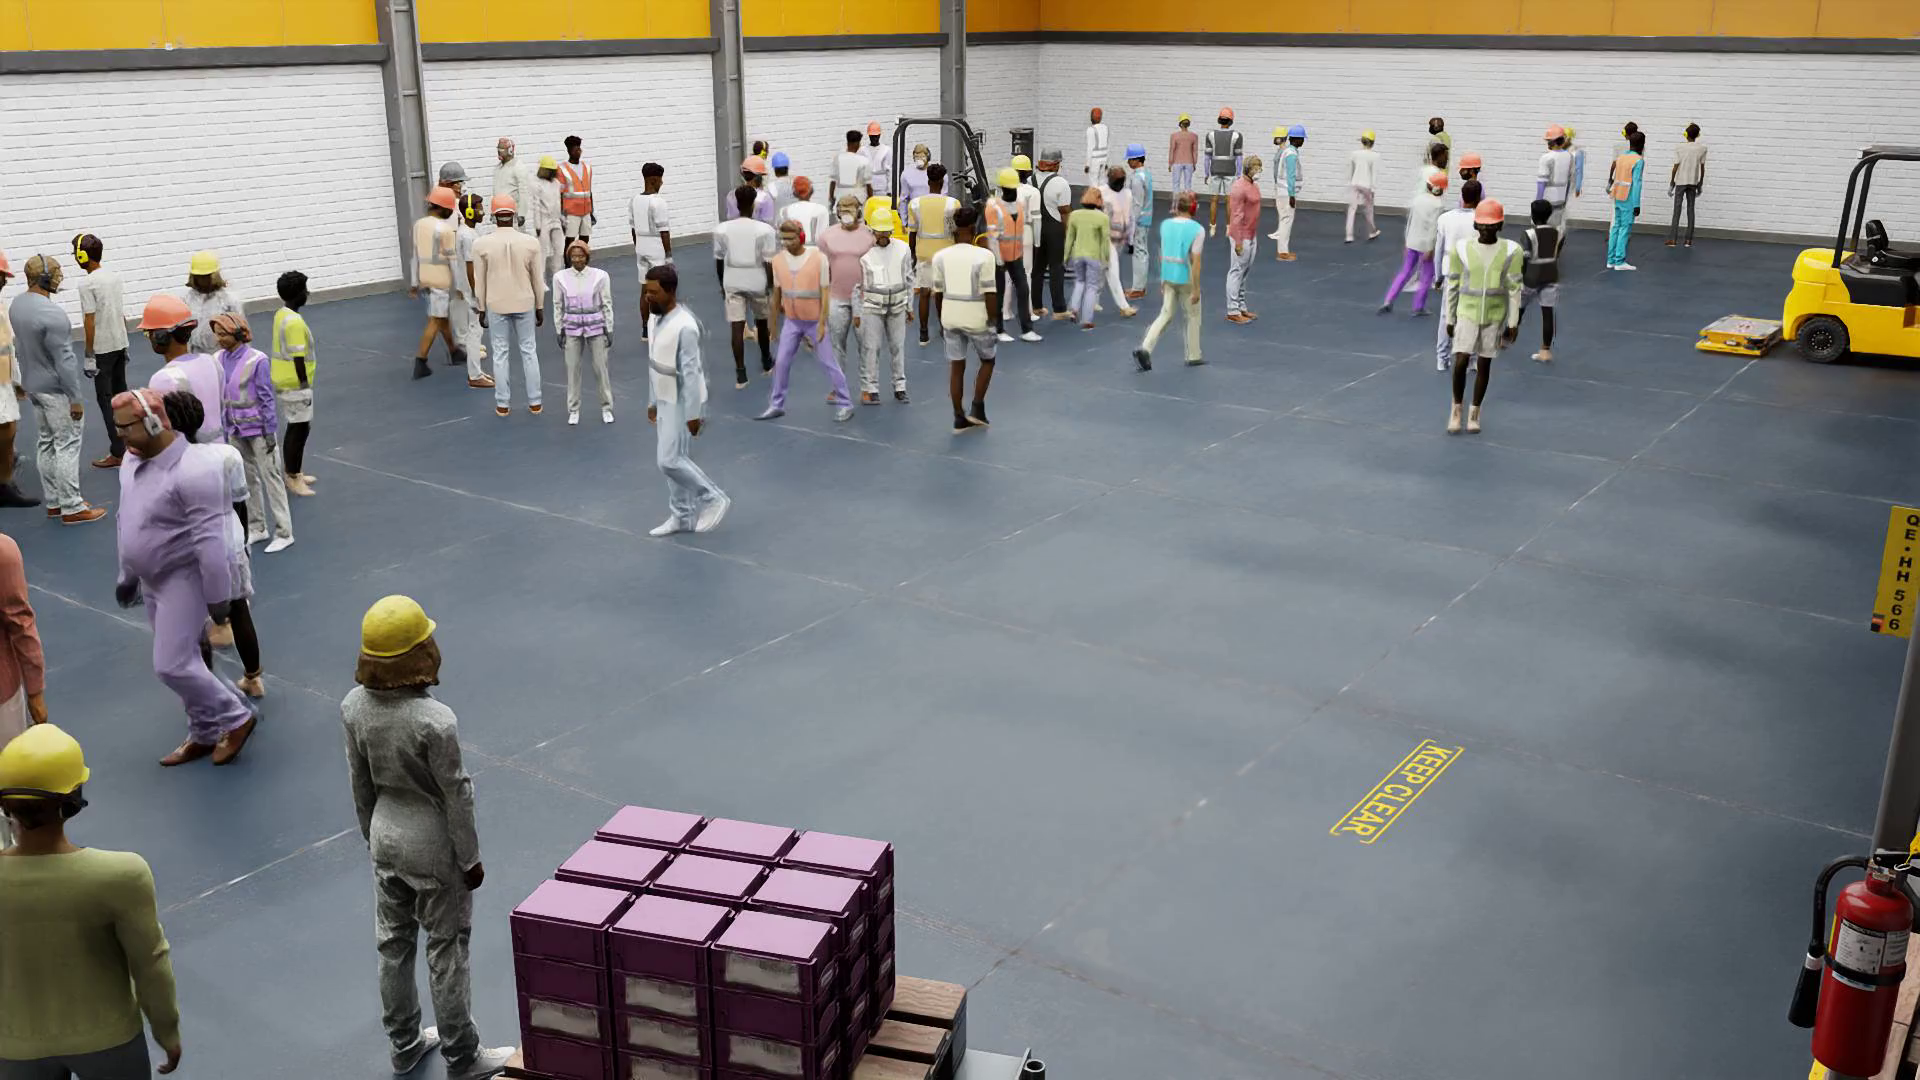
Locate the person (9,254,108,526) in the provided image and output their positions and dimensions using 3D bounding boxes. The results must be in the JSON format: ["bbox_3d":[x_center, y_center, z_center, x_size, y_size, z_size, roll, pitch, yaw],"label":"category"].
[{"bbox_3d":[-6.380,-1.048,11.729,0.636,1.928,0.383,13,22,35],"label":"person"}]

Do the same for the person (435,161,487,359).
[{"bbox_3d":[-5.202,-2.932,17.428,0.537,2.000,0.682,-5,18,-14],"label":"person"}]

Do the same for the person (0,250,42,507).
[{"bbox_3d":[-7.066,-1.164,12.127,0.480,1.898,0.576,-1,18,-5],"label":"person"}]

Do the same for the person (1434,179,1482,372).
[{"bbox_3d":[5.052,-2.649,16.739,0.590,1.919,0.396,13,22,35],"label":"person"}]

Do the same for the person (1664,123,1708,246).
[{"bbox_3d":[11.197,-5.474,25.648,0.512,1.877,0.328,2,18,5],"label":"person"}]

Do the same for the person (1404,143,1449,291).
[{"bbox_3d":[6.146,-4.133,21.460,0.748,1.869,0.587,3,18,8],"label":"person"}]

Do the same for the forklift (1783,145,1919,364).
[{"bbox_3d":[9.803,-2.879,17.013,2.313,2.155,1.214,12,21,33],"label":"forklift"}]

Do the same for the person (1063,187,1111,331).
[{"bbox_3d":[1.449,-3.205,18.967,0.563,1.610,0.386,9,20,26],"label":"person"}]

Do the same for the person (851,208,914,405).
[{"bbox_3d":[-0.709,-2.153,15.354,0.602,1.820,0.403,-6,19,-18],"label":"person"}]

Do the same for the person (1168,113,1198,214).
[{"bbox_3d":[3.983,-6.728,29.762,0.532,1.758,0.345,-3,18,-9],"label":"person"}]

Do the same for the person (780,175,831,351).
[{"bbox_3d":[-1.622,-2.932,17.710,0.597,1.865,0.459,7,19,20],"label":"person"}]

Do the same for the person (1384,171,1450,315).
[{"bbox_3d":[5.455,-3.515,19.773,0.623,1.725,0.587,-8,19,-22],"label":"person"}]

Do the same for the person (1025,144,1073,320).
[{"bbox_3d":[1.086,-3.636,19.628,0.673,2.000,0.535,16,23,40],"label":"person"}]

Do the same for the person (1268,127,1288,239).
[{"bbox_3d":[5.085,-5.674,26.468,0.344,1.760,0.535,1,18,4],"label":"person"}]

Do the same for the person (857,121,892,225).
[{"bbox_3d":[-1.288,-5.351,25.185,0.540,1.930,0.383,2,18,7],"label":"person"}]

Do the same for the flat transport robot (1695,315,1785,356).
[{"bbox_3d":[8.548,-2.242,18.130,0.652,0.197,1.431,13,22,35],"label":"flat transport robot"}]

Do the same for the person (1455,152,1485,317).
[{"bbox_3d":[6.005,-3.613,19.737,0.387,1.931,0.543,6,19,18],"label":"person"}]

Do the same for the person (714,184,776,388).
[{"bbox_3d":[-2.076,-2.508,16.305,0.615,1.918,0.967,1,18,2],"label":"person"}]

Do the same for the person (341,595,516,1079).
[{"bbox_3d":[-1.800,1.013,5.567,0.487,1.746,0.287,8,19,23],"label":"person"}]

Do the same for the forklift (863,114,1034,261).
[{"bbox_3d":[-0.171,-4.594,22.377,2.313,2.155,1.214,1,18,3],"label":"forklift"}]

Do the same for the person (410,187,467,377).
[{"bbox_3d":[-5.237,-2.585,16.662,0.582,1.871,0.915,14,22,37],"label":"person"}]

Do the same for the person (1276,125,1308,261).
[{"bbox_3d":[4.815,-5.053,24.237,0.415,1.933,0.618,3,18,9],"label":"person"}]

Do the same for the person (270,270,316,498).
[{"bbox_3d":[-5.004,-1.172,12.511,0.377,1.691,0.584,-11,21,-30],"label":"person"}]

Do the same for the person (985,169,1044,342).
[{"bbox_3d":[0.576,-3.062,18.067,0.598,1.895,0.788,-14,22,-37],"label":"person"}]

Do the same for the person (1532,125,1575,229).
[{"bbox_3d":[8.146,-4.702,22.991,0.657,2.024,0.566,-8,19,-23],"label":"person"}]

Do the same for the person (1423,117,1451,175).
[{"bbox_3d":[7.884,-6.075,27.599,0.429,1.831,0.639,11,21,32],"label":"person"}]

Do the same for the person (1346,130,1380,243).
[{"bbox_3d":[6.356,-5.561,26.164,0.537,1.718,0.900,13,22,35],"label":"person"}]

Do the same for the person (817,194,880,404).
[{"bbox_3d":[-1.009,-2.214,15.349,0.634,1.936,0.356,2,18,5],"label":"person"}]

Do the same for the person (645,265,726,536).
[{"bbox_3d":[-1.966,-0.943,11.439,0.436,1.903,0.586,-10,20,-28],"label":"person"}]

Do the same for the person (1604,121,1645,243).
[{"bbox_3d":[10.382,-5.583,25.998,0.538,1.869,0.313,2,18,5],"label":"person"}]

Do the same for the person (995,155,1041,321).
[{"bbox_3d":[0.685,-3.516,19.439,0.590,1.926,0.388,9,20,27],"label":"person"}]

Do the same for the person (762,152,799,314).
[{"bbox_3d":[-2.063,-3.641,19.829,0.607,1.930,0.582,-10,20,-28],"label":"person"}]
